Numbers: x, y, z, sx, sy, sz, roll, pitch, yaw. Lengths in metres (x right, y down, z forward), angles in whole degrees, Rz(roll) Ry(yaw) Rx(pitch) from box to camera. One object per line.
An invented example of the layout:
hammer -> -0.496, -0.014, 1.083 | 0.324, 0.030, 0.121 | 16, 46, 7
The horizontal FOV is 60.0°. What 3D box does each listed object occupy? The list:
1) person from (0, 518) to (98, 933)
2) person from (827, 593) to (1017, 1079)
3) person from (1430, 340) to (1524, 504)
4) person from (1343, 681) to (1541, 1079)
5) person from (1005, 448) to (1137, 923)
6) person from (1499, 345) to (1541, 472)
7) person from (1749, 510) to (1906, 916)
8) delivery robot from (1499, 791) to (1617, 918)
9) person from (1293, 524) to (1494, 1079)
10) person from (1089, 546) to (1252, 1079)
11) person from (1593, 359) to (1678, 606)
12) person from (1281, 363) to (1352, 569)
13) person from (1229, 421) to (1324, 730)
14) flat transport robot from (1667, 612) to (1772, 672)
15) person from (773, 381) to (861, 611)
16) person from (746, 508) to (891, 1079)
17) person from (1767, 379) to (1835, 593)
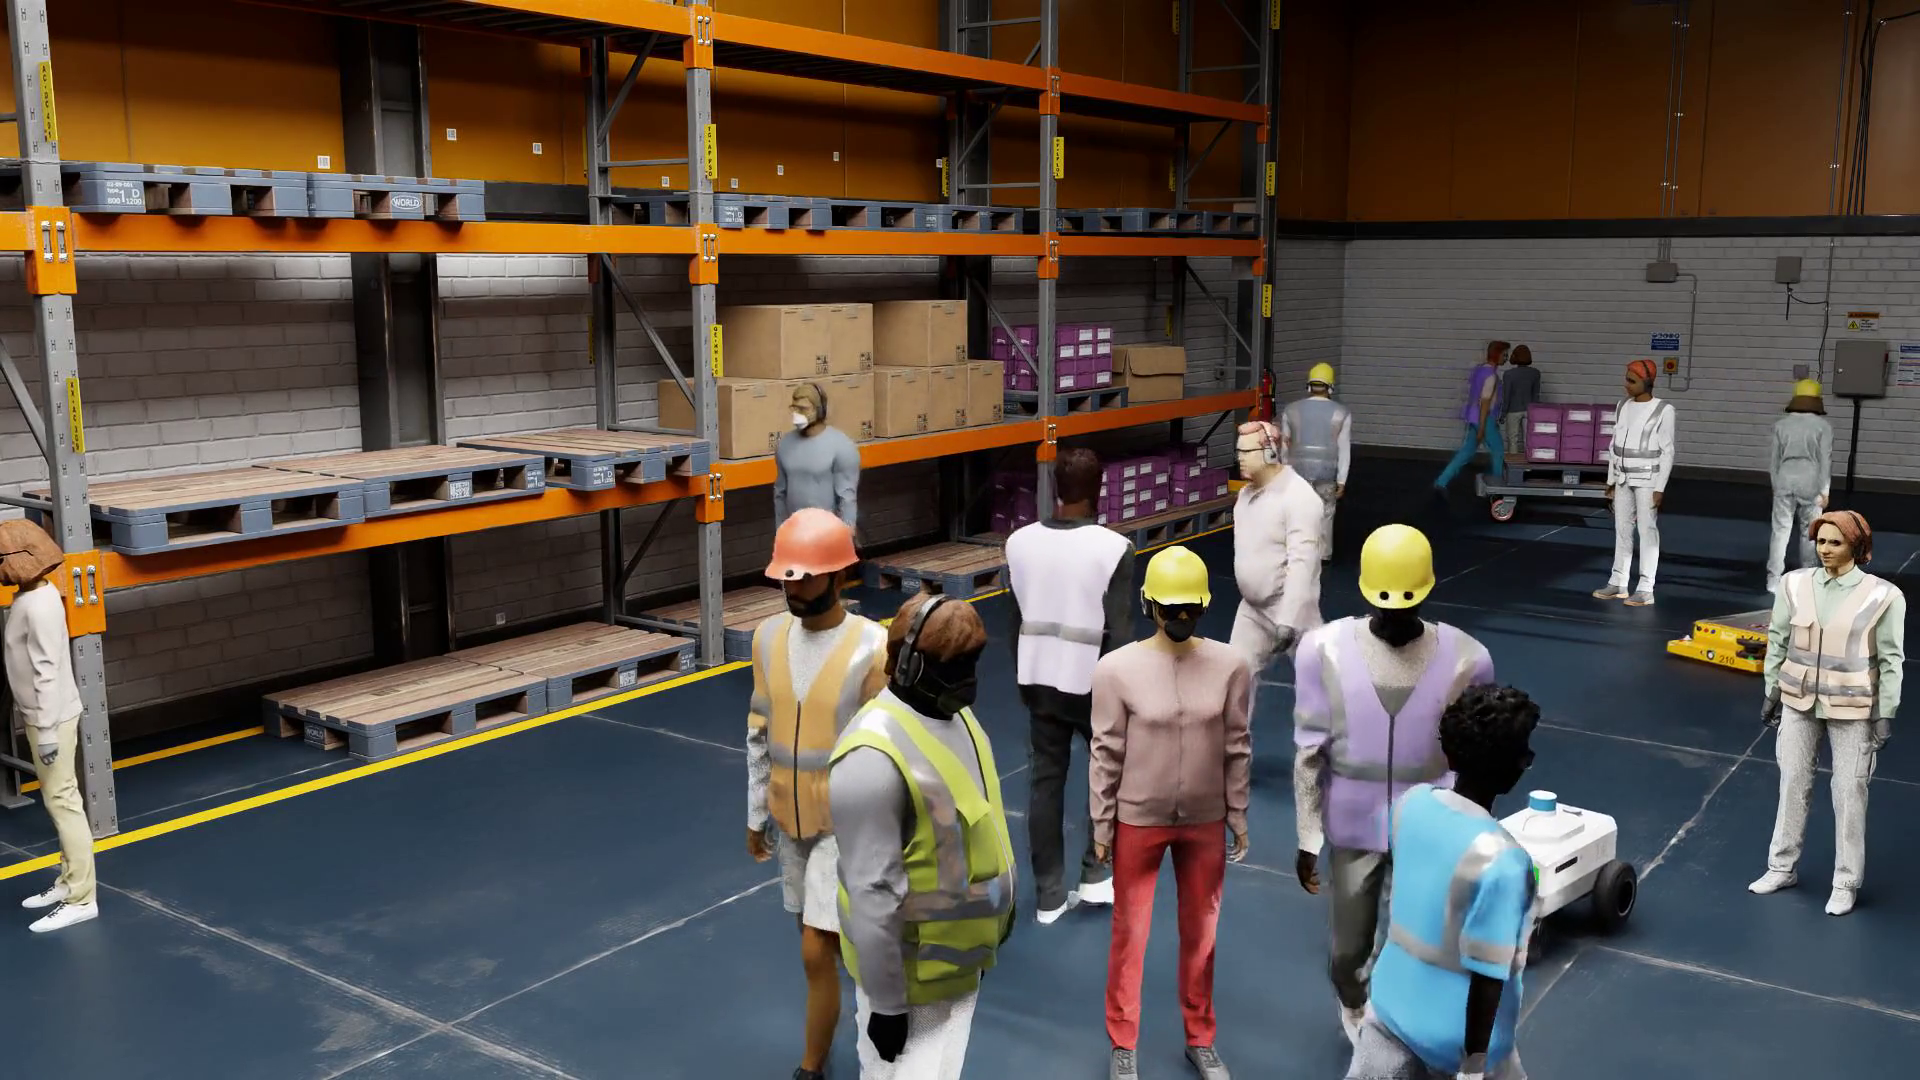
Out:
person -> -3.630, 0.720, 6.586 | 0.277, 1.628, 0.501 | -6, 11, -31
person -> -0.075, 1.035, 4.085 | 0.430, 1.838, 0.619 | 3, 10, 19
person -> 5.593, -1.265, 17.915 | 0.950, 1.794, 0.586 | 0, 10, 2
person -> 1.091, 1.146, 3.967 | 0.865, 1.653, 0.533 | -3, 10, -19
person -> 0.466, 0.576, 6.669 | 0.614, 1.891, 0.586 | 6, 11, 32
person -> 6.655, -1.503, 19.799 | 0.498, 1.633, 0.285 | -3, 10, -17
person -> 3.512, 0.688, 6.734 | 0.308, 1.639, 0.523 | -8, 12, -39
delivery robot -> 2.262, 1.224, 6.489 | 0.707, 0.478, 0.477 | -9, 13, -44
person -> 1.318, 0.845, 5.124 | 0.588, 1.880, 0.813 | 2, 10, 14
person -> 0.663, 0.884, 5.221 | 0.523, 1.764, 0.334 | -2, 10, -11
person -> 5.175, -0.440, 12.722 | 0.353, 1.886, 0.572 | -4, 10, -23
person -> 2.953, -0.582, 13.864 | 0.585, 1.790, 0.930 | 3, 10, 16
person -> 1.632, 0.333, 8.270 | 0.999, 1.853, 0.680 | -4, 10, -24
flat transport robot -> 5.459, 0.643, 11.067 | 1.431, 0.197, 0.652 | -6, 11, -29
person -> -0.850, -0.005, 10.036 | 0.649, 1.920, 0.770 | 7, 12, 37
person -> -0.377, 0.823, 5.164 | 0.556, 1.910, 0.900 | 6, 11, 32
person -> 6.643, -0.425, 13.185 | 0.491, 1.693, 0.822 | 8, 13, 41
